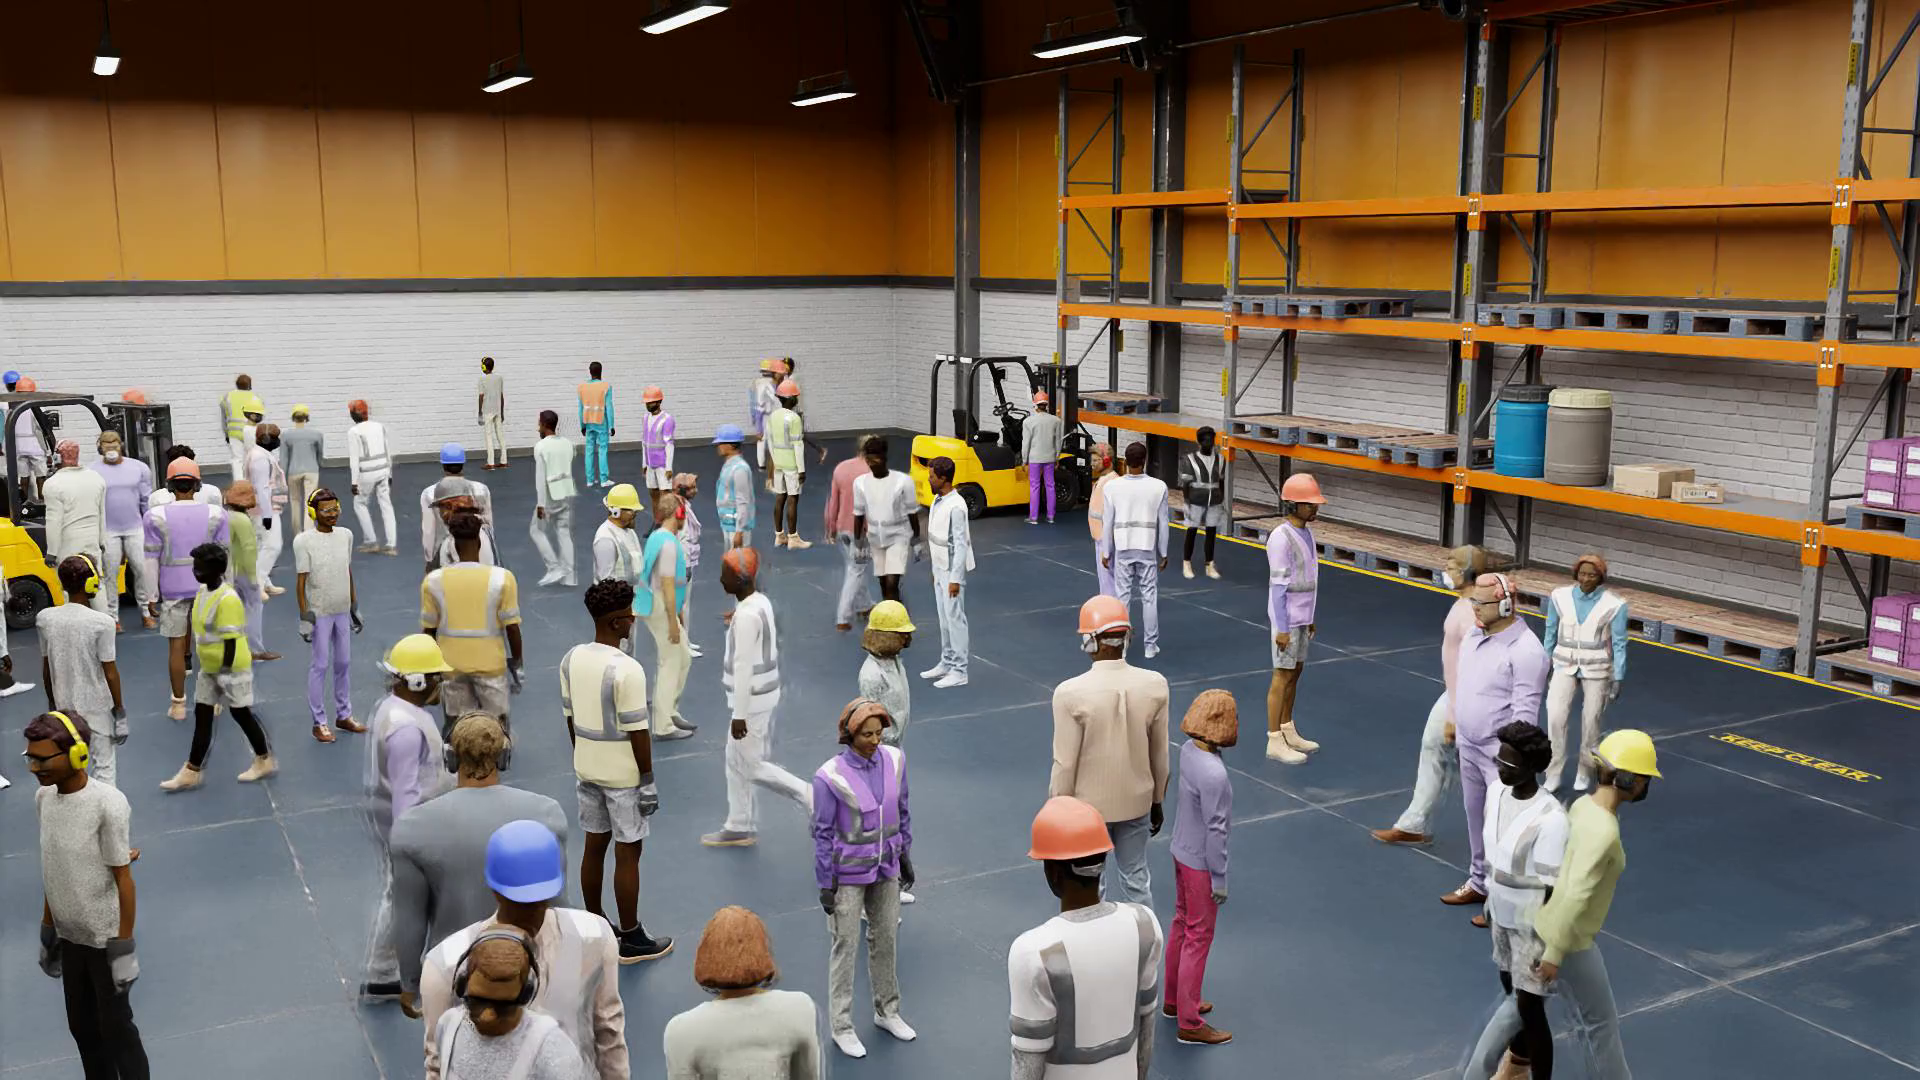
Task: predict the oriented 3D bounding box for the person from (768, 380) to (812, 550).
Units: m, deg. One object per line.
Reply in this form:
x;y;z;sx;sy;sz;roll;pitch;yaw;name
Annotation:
-2.058;-0.905;20.057;0.367;2.048;0.607;-9;13;-40;person

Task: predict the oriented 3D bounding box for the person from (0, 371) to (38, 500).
-13.089;-1.384;23.143;0.423;1.938;0.605;8;12;37;person

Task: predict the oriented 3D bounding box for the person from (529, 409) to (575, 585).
-4.371;-0.447;17.841;0.505;1.898;0.618;4;11;24;person

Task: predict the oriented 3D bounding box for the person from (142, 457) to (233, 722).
-5.899;0.377;12.747;0.612;2.029;0.407;-6;12;-32;person

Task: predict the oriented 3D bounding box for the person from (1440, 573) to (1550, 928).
2.833;1.111;8.898;0.399;1.900;0.636;-3;10;-17;person

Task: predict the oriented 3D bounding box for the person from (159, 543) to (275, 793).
-4.955;0.847;11.076;0.548;1.670;0.715;9;13;41;person

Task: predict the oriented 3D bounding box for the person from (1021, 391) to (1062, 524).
1.065;-1.090;21.962;0.565;1.751;0.330;-4;11;-22;person

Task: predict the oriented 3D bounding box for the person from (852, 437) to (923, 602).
-0.691;0.022;15.060;0.627;1.921;0.818;4;11;22;person

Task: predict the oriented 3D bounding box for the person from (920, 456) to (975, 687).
-0.088;0.256;13.750;0.398;1.916;0.590;-3;10;-16;person

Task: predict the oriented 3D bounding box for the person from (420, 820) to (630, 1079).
-1.291;1.763;5.012;0.607;1.940;0.417;-6;11;-29;person

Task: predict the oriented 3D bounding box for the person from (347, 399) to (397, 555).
-6.985;-0.741;19.663;0.707;1.847;0.676;5;11;29;person

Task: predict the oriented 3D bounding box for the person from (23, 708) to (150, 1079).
-3.388;1.557;6.451;0.521;1.855;0.343;5;11;27;person

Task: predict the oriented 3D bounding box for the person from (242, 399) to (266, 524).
-8.719;-0.859;20.613;0.314;1.763;0.535;-3;10;-19;person

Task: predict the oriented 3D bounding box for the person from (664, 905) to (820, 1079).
-0.646;1.924;5.131;0.510;1.573;0.925;-4;11;-21;person

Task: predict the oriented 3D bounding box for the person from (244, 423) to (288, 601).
-7.192;-0.297;17.197;0.477;1.831;0.654;-4;11;-24;person

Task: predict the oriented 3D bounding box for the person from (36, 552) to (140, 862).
-5.061;0.999;9.636;0.505;1.864;0.331;2;10;10;person

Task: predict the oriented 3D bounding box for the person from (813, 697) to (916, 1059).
-0.435;1.494;7.444;0.524;1.631;0.319;-9;13;-41;person

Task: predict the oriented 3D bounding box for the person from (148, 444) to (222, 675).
-6.556;0.161;14.150;0.367;1.966;0.607;10;14;44;person

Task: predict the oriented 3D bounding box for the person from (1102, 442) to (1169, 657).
1.546;0.096;14.678;0.587;1.913;0.391;1;10;5;person

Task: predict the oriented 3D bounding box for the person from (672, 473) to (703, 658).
-2.450;0.218;14.772;0.311;1.636;0.523;-2;10;-12;person

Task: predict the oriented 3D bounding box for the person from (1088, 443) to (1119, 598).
1.361;0.017;15.343;0.389;1.839;0.563;0;10;-3;person

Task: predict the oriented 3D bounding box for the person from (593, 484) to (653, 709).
-2.605;0.466;12.823;0.403;1.821;0.602;1;10;5;person

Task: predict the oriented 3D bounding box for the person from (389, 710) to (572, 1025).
-1.745;1.576;6.125;0.637;1.930;0.373;-4;11;-24;person

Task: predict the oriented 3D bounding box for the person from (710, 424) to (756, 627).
-2.172;-0.137;15.971;0.440;1.938;0.654;-3;10;-18;person

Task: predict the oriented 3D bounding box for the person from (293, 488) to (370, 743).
-4.626;0.541;12.239;0.319;1.871;0.532;6;11;30;person

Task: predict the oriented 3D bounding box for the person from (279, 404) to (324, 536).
-8.100;-0.816;20.498;0.516;1.715;0.892;-3;10;-19;person

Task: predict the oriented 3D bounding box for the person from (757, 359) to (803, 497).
-2.595;-1.635;24.357;0.951;2.000;0.617;9;14;43;person

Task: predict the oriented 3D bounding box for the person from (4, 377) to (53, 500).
-12.210;-1.166;21.868;0.542;1.939;0.364;0;10;1;person

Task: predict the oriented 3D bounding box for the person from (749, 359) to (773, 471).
-3.120;-2.025;27.114;0.590;1.834;0.403;2;10;14;person

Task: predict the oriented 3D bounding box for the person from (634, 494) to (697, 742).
-2.186;0.566;12.312;0.447;1.808;0.579;-2;10;-14;person

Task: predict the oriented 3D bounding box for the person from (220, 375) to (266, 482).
-10.445;-1.512;24.300;0.630;1.791;0.952;-2;10;-14;person

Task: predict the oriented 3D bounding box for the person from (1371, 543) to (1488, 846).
3.023;0.956;9.805;1.005;1.896;0.645;2;10;13;person

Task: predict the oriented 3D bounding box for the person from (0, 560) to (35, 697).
-7.810;0.416;12.995;0.582;1.872;1.037;5;11;26;person

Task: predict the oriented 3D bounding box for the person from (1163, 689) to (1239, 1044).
1.112;1.472;7.594;0.289;1.626;0.498;-1;10;-7;person

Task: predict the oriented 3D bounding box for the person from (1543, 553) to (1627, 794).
4.062;0.897;10.895;0.553;1.610;0.674;6;12;32;person

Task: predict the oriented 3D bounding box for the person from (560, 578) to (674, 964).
-1.747;1.158;8.411;0.605;1.966;0.367;8;13;39;person

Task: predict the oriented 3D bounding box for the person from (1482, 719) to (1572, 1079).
2.335;1.562;6.889;0.328;1.693;0.539;-2;10;-13;person

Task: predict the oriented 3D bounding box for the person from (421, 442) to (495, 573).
-4.334;0.129;14.386;0.604;1.949;0.384;-5;11;-28;person

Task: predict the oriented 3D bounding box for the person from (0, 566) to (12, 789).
-6.587;0.732;10.973;0.379;1.928;0.585;9;14;44;person

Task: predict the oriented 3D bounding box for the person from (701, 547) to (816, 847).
-1.163;0.950;9.915;0.742;1.861;0.578;-1;10;-3;person

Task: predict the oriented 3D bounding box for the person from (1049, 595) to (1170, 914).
0.691;1.241;7.862;0.622;1.988;0.404;-4;11;-23;person

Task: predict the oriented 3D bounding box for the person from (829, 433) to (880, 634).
-0.885;-0.080;15.783;0.672;1.890;0.883;8;12;37;person

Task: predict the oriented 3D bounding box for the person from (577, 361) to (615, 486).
-5.561;-1.769;25.432;0.587;1.911;0.397;3;10;19;person

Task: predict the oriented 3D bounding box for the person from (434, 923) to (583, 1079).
-1.320;1.927;4.466;0.552;1.799;0.857;5;11;26;person

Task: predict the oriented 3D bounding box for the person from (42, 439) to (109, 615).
-8.006;0.040;15.019;0.408;1.906;0.654;3;10;16;person

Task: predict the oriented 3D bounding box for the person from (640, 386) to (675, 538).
-3.779;-0.957;20.699;0.544;1.930;0.388;9;13;41;person

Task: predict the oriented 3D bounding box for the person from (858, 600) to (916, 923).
-0.389;1.175;8.955;0.322;1.742;0.493;2;10;13;person

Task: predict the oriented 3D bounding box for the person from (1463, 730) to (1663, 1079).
2.496;1.591;6.689;0.941;1.687;0.553;2;10;10;person

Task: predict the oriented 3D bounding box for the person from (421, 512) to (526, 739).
-3.111;0.798;10.580;0.662;1.933;0.579;-1;10;-5;person

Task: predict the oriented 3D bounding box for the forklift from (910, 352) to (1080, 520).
0.460;-1.461;22.833;2.313;2.155;1.214;-5;11;-28;forklift

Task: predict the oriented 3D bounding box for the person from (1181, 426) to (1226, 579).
2.672;-0.413;18.237;0.540;1.695;0.317;-3;10;-17;person

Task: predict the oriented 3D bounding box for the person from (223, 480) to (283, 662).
-6.271;0.284;14.446;0.561;1.620;0.510;-7;12;-35;person

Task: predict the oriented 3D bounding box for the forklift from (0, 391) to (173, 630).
-9.026;-0.363;16.508;1.214;2.155;2.313;6;11;29;forklift

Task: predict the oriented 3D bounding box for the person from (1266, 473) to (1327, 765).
2.372;0.544;11.727;0.378;2.043;0.611;5;11;28;person

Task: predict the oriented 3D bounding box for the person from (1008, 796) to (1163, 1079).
0.356;1.738;5.182;0.542;1.929;0.368;-6;12;-33;person

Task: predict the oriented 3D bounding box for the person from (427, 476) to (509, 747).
-3.587;0.522;11.860;0.694;2.000;0.765;-2;10;-11;person

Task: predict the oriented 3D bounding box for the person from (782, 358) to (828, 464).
-2.663;-2.130;27.763;0.800;1.832;0.541;2;10;9;person

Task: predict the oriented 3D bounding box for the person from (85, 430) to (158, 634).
-7.912;-0.078;15.657;0.638;1.926;0.373;-7;12;-35;person

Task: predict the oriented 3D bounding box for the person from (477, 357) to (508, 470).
-7.723;-2.083;27.394;0.327;1.861;0.508;7;12;36;person
